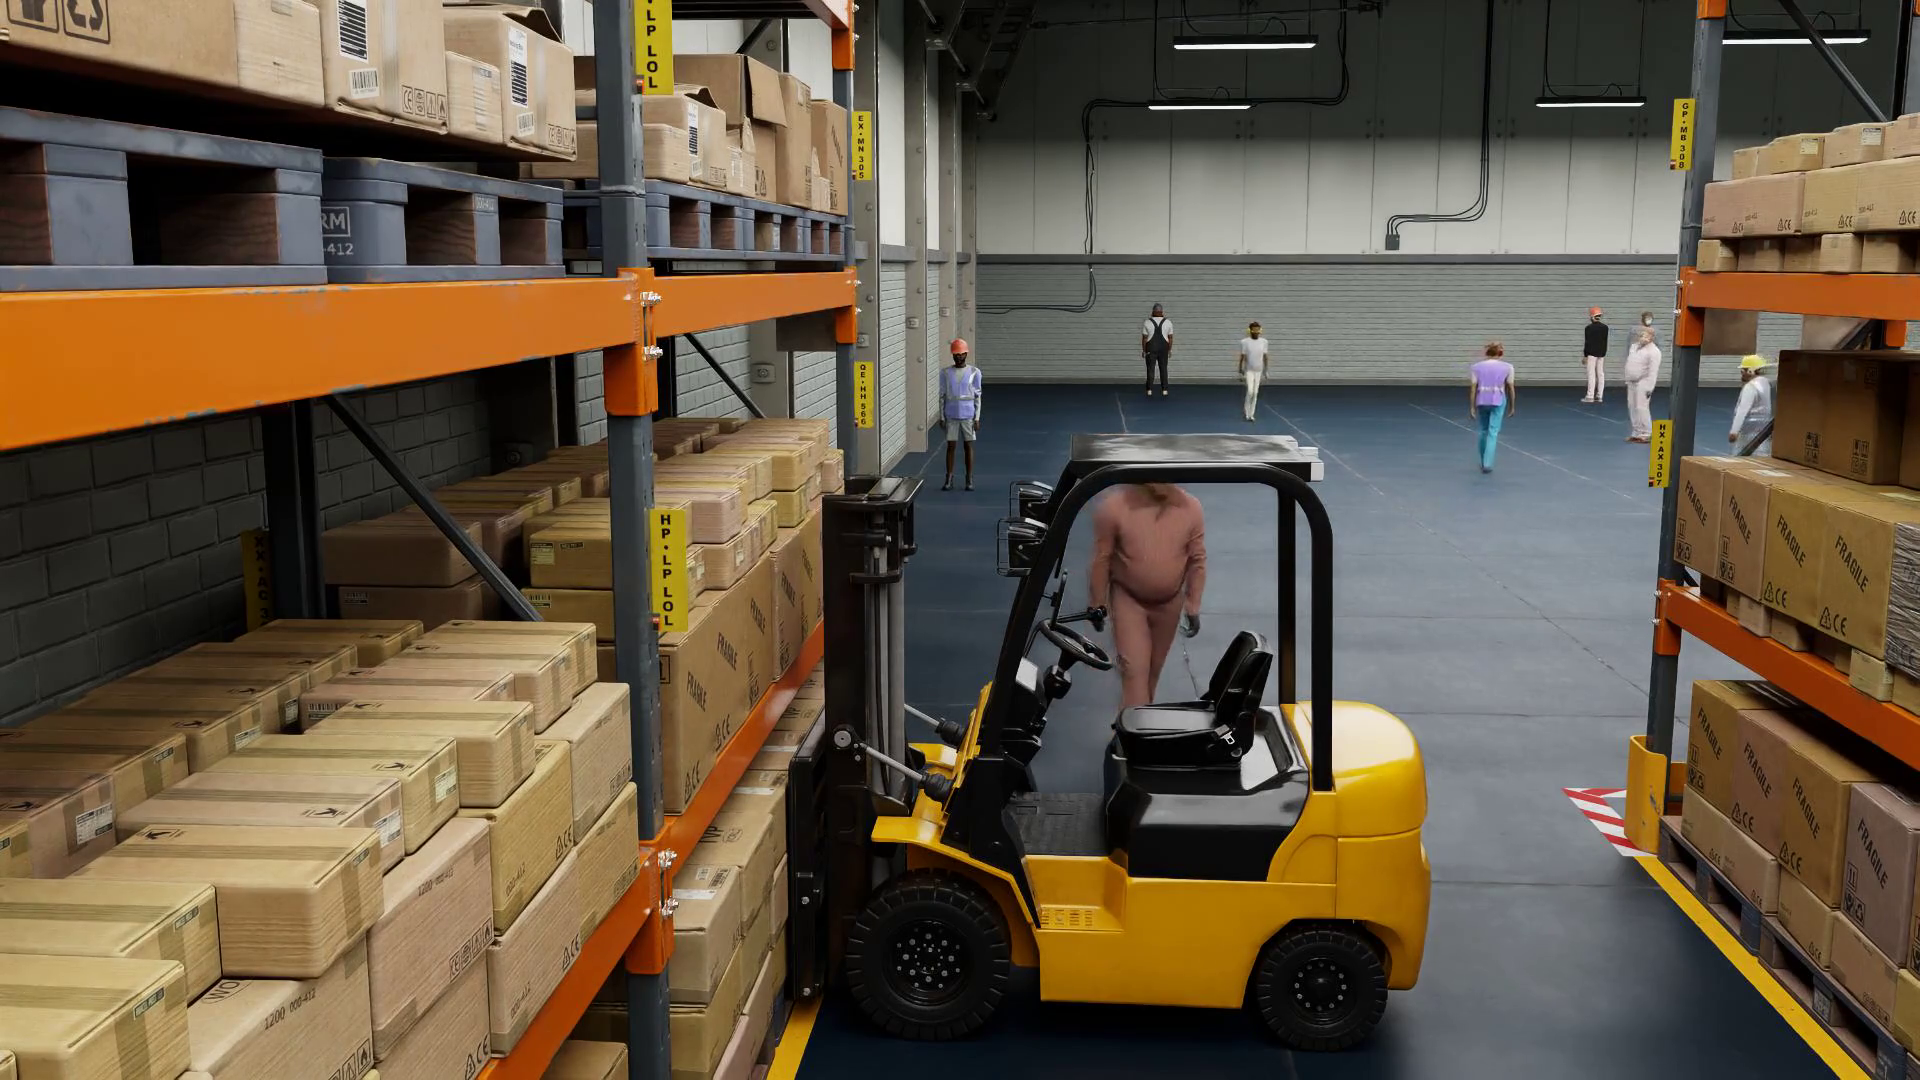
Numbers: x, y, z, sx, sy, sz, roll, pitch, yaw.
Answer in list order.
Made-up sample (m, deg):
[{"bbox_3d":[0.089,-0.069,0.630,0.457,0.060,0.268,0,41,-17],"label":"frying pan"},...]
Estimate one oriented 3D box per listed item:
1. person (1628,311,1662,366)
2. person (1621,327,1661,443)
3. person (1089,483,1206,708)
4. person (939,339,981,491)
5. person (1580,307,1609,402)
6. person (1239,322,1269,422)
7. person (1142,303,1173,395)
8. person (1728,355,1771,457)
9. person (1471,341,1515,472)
[{"bbox_3d":[14.170,-3.752,34.328,0.653,1.920,0.671,0,9,1],"label":"person"},{"bbox_3d":[11.035,-2.504,26.967,0.433,1.887,0.691,-2,10,-13],"label":"person"},{"bbox_3d":[1.077,0.370,9.589,0.649,1.854,0.974,-2,10,-12],"label":"person"},{"bbox_3d":[-0.003,-1.588,21.179,0.546,1.938,0.361,1,9,6],"label":"person"},{"bbox_3d":[13.328,-3.890,34.948,0.613,1.995,0.390,-4,10,-24],"label":"person"},{"bbox_3d":[5.397,-3.074,30.491,0.487,1.844,0.515,-1,9,-9],"label":"person"},{"bbox_3d":[4.371,-4.249,36.991,0.688,2.000,0.536,0,9,0],"label":"person"},{"bbox_3d":[9.594,-1.380,20.373,0.932,1.778,0.624,7,12,38],"label":"person"},{"bbox_3d":[7.445,-1.863,23.242,0.564,1.797,0.971,6,11,32],"label":"person"}]
